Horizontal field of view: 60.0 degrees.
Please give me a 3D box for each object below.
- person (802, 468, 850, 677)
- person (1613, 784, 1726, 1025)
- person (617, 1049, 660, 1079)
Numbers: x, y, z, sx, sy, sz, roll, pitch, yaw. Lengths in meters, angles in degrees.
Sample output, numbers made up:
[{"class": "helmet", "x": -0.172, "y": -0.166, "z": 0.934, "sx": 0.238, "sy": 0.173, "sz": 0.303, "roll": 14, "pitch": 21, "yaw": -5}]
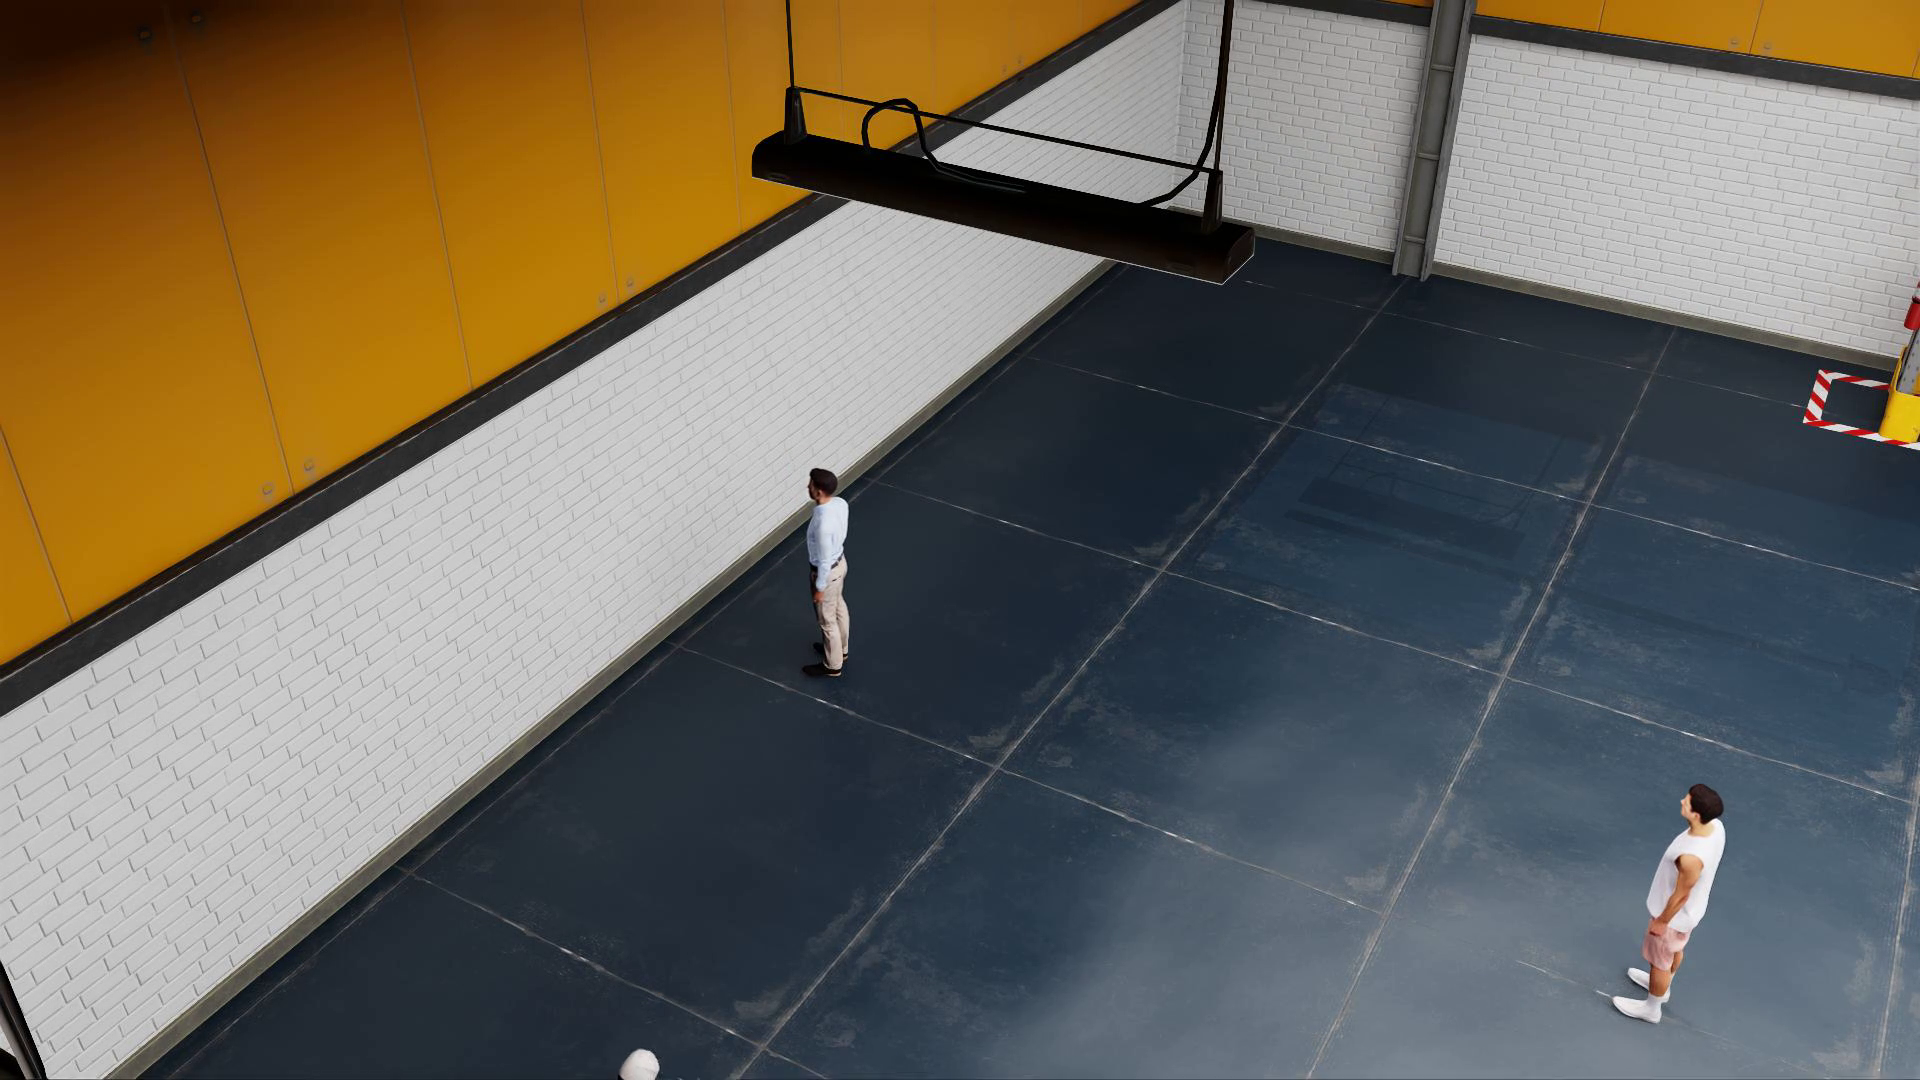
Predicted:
[{"class": "person", "x": -1.039, "y": 0.249, "z": 12.975, "sx": 0.705, "sy": 1.847, "sz": 0.722, "roll": 7, "pitch": 34, "yaw": 10}, {"class": "person", "x": 4.356, "y": 2.212, "z": 10.077, "sx": 0.596, "sy": 1.786, "sz": 0.675, "roll": 24, "pitch": 40, "yaw": 31}, {"class": "person", "x": -1.528, "y": 3.217, "z": 8.731, "sx": 0.886, "sy": 1.602, "sz": 1.082, "roll": -27, "pitch": 42, "yaw": -34}]
